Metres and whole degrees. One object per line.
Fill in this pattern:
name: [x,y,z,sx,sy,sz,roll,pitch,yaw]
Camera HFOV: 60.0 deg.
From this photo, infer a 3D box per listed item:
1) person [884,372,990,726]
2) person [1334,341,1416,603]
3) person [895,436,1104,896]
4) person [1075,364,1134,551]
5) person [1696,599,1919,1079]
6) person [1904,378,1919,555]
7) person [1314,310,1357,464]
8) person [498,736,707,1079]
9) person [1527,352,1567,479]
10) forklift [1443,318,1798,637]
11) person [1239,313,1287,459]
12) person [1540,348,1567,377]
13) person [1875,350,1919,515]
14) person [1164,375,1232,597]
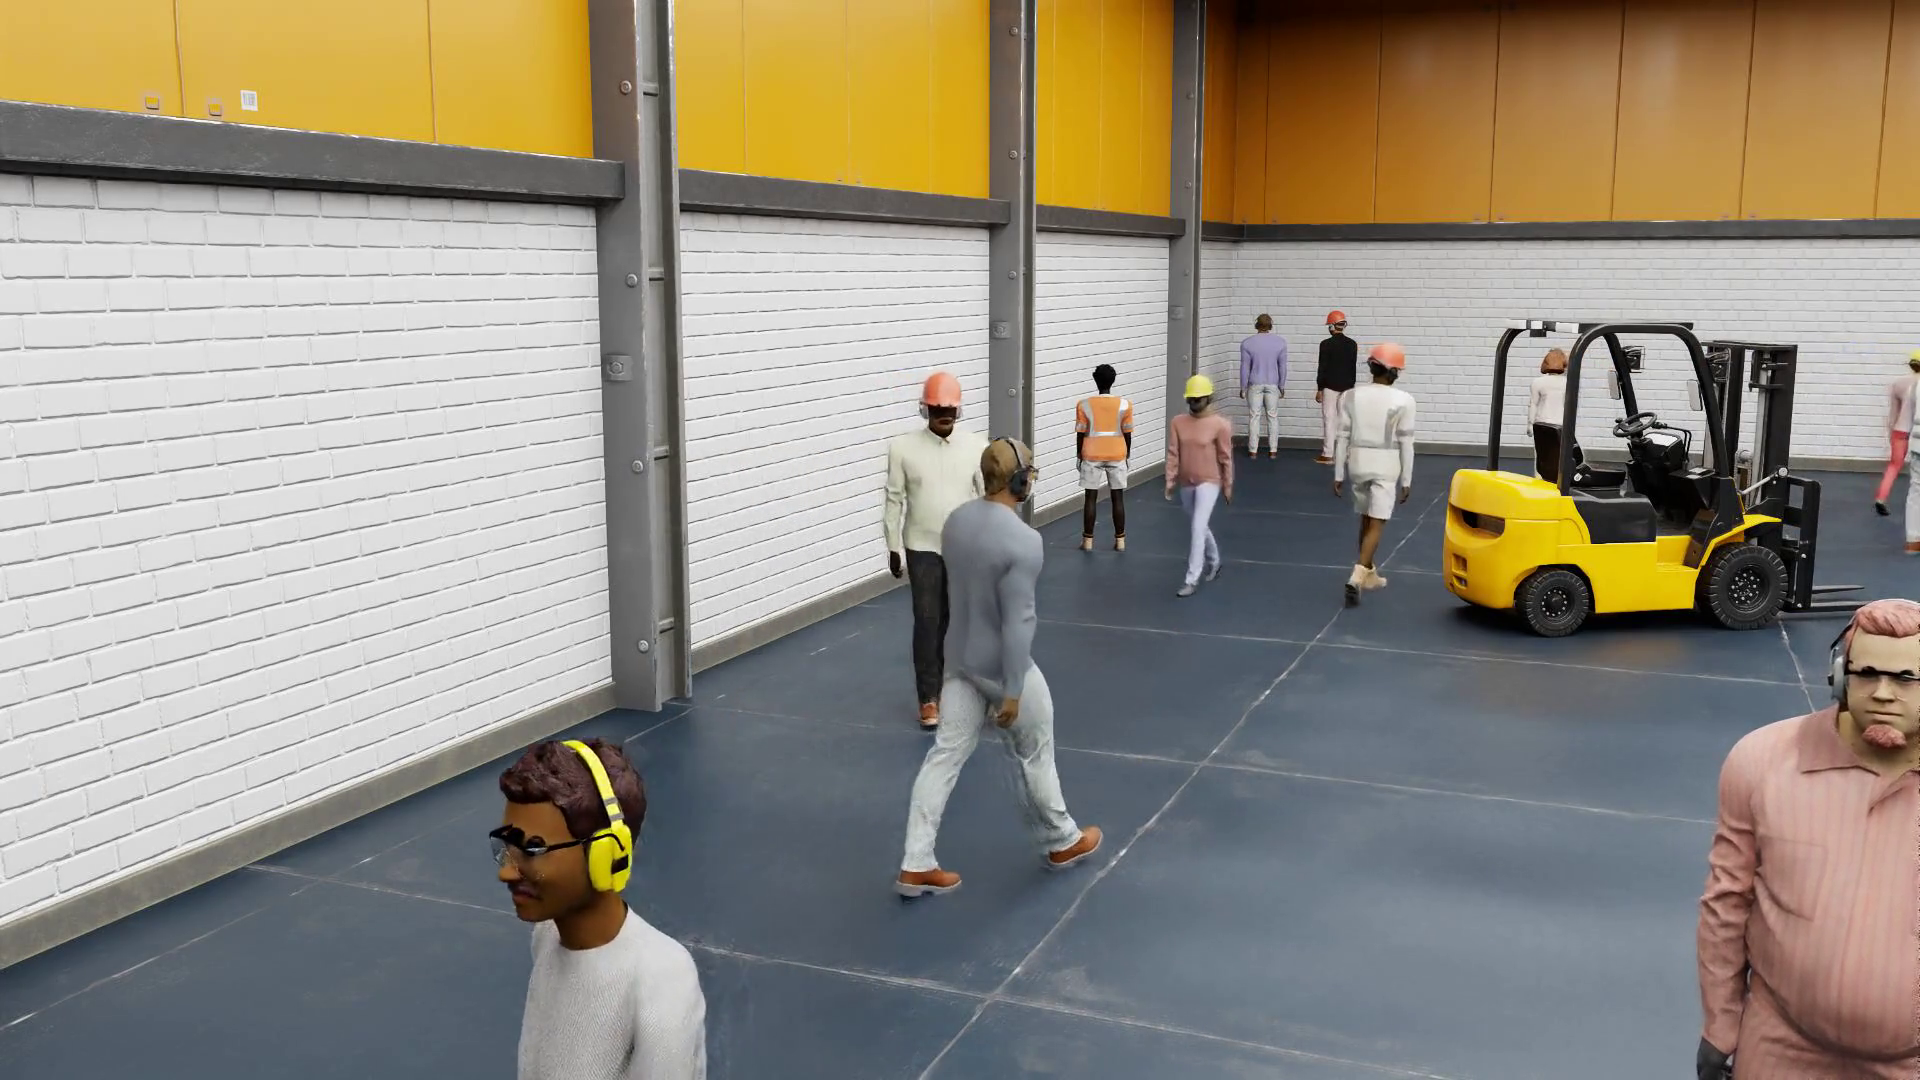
person: [-0.081,0.049,9.352,0.629,1.963,0.810,-2,10,-14]
person: [3.161,-0.524,12.776,0.619,2.003,0.977,7,12,36]
person: [0.152,0.512,6.842,1.047,1.887,0.626,-8,12,-39]
person: [1.296,-0.736,14.971,0.532,1.690,0.322,0,9,-1]
person: [1.854,1.058,3.436,0.643,1.909,0.400,6,11,32]
person: [8.724,-0.815,14.715,0.687,1.924,0.645,-3,10,-17]
person: [4.875,-1.980,21.608,0.617,1.990,0.402,-5,11,-29]
person: [-0.520,1.206,2.722,0.785,1.852,0.520,-8,13,-42]
person: [6.482,-1.249,18.270,0.494,1.624,0.282,0,9,-2]
forklift: [4.706,-0.497,11.990,2.313,2.155,1.214,-2,10,-10]
person: [4.018,-2.037,22.095,0.627,1.941,0.371,0,9,0]
person: [6.946,-1.421,19.311,0.522,1.616,0.535,-3,10,-15]
person: [9.768,-1.109,17.097,0.852,1.731,0.530,-6,11,-33]
person: [1.929,-0.459,13.211,0.503,1.724,0.917,7,12,38]
